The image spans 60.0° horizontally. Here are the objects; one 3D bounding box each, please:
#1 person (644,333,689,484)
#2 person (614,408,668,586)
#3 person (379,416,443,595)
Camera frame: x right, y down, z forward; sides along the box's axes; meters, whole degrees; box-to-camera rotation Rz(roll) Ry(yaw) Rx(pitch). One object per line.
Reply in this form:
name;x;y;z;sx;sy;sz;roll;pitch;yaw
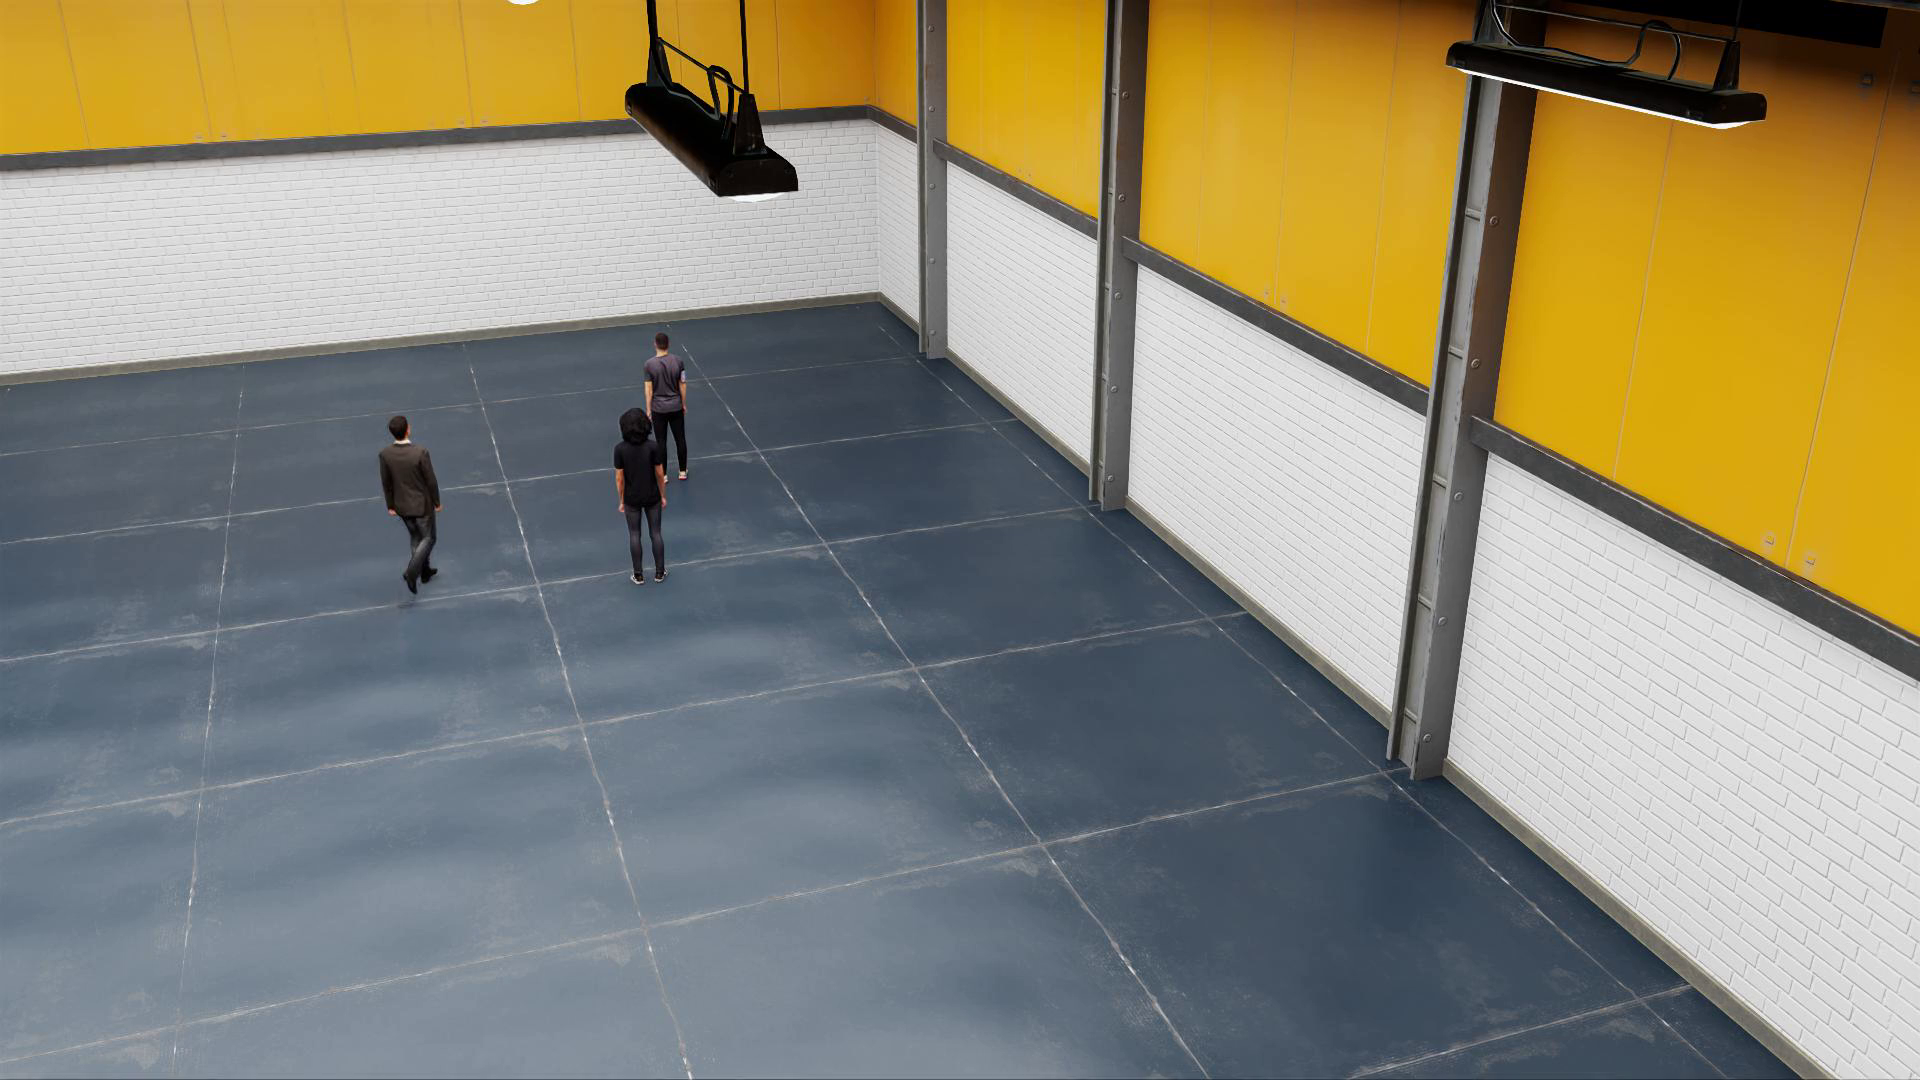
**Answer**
person;-3.361;-1.520;19.071;0.643;1.765;0.560;-10;26;-22
person;-3.161;-0.440;16.511;0.657;1.836;0.570;-5;24;-11
person;-5.387;-0.322;16.308;0.950;1.783;1.096;3;24;7
